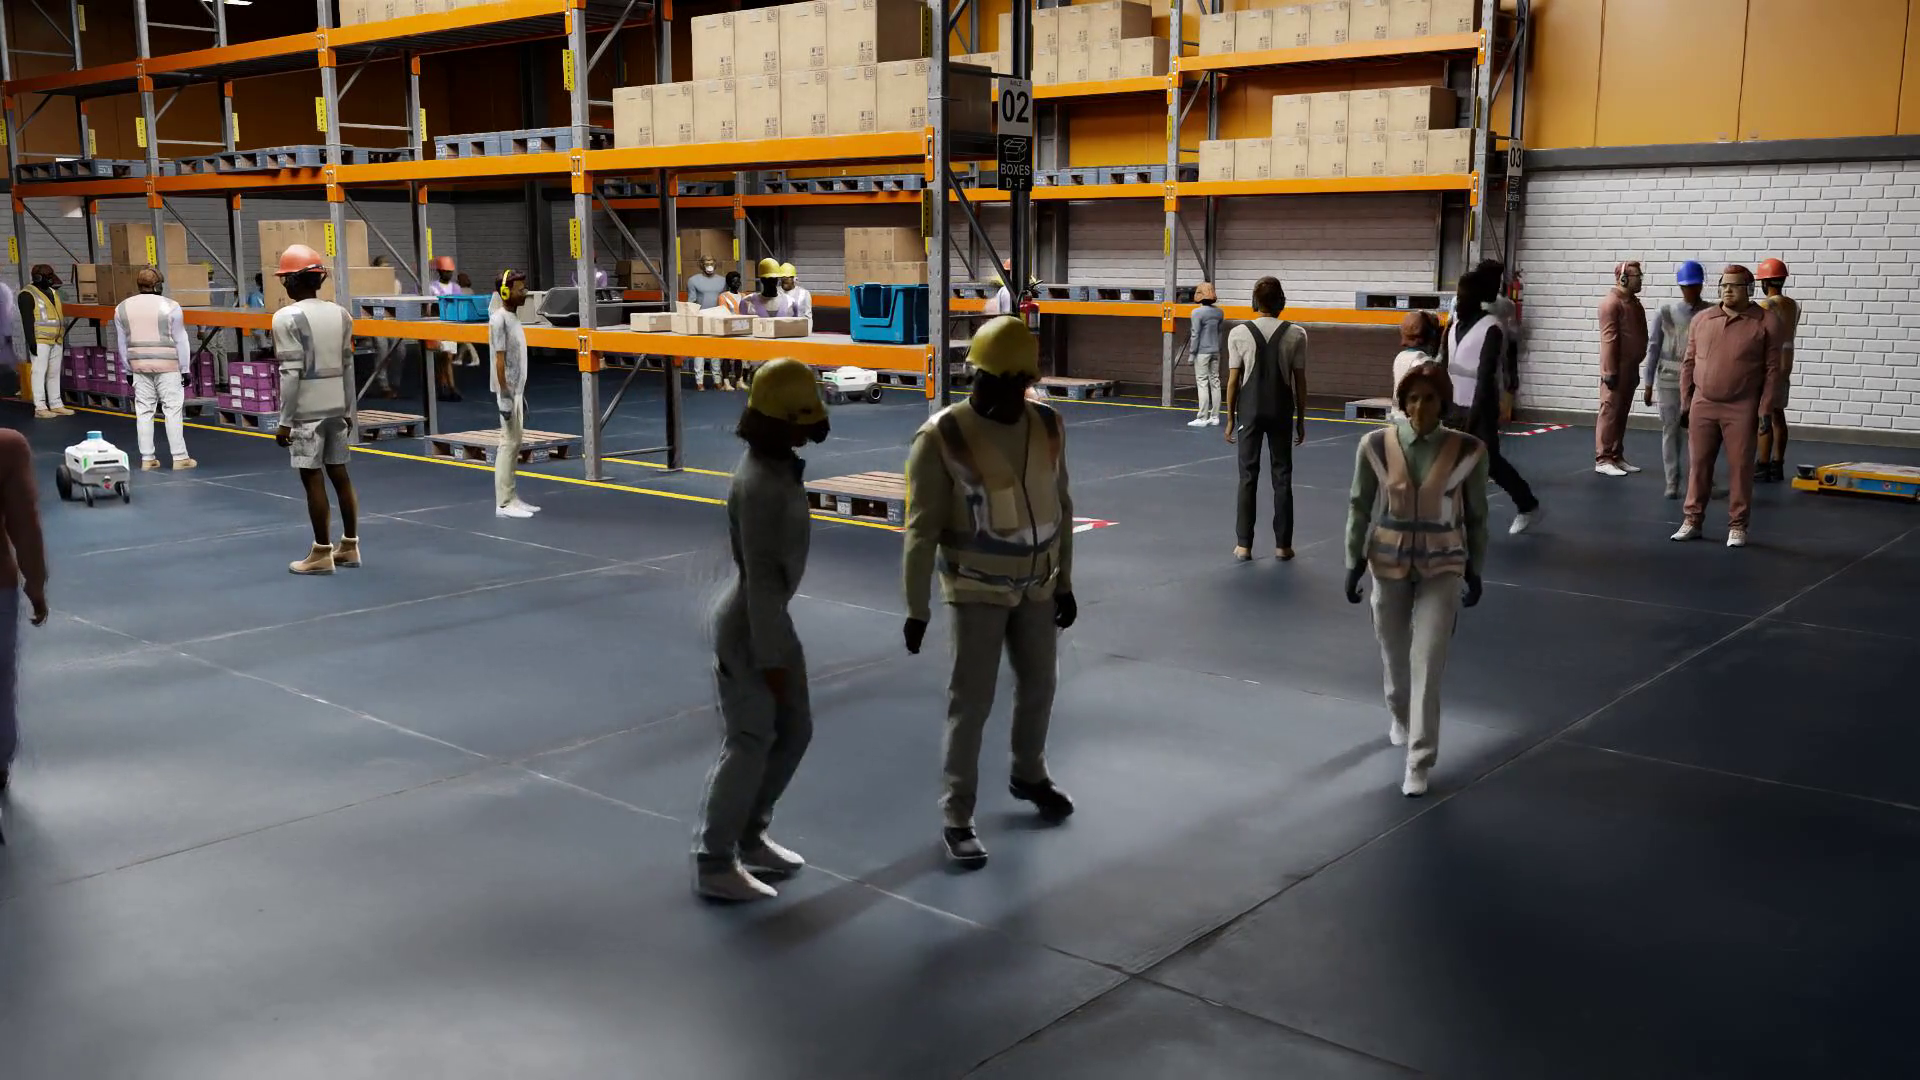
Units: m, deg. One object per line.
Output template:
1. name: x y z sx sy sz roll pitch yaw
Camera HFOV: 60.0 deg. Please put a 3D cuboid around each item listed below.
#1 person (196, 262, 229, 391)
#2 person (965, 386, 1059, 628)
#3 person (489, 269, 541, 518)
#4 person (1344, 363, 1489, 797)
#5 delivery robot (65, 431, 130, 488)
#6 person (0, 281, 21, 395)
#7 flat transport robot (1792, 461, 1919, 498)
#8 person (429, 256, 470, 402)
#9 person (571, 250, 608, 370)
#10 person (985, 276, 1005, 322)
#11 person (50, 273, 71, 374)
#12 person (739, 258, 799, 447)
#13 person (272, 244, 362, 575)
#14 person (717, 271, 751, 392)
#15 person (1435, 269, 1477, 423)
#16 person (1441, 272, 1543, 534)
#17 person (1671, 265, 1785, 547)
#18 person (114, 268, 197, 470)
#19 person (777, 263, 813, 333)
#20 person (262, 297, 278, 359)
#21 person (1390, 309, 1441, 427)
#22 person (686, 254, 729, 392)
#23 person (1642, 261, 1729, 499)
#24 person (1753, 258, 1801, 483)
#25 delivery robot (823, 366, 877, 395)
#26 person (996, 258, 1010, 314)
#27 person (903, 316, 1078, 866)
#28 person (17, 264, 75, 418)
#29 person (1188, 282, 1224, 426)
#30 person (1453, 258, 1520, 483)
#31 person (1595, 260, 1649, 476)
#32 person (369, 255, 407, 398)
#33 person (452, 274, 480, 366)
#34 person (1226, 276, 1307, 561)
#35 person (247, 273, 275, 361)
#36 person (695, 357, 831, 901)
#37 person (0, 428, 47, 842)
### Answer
1. person: -10.674 -3.032 23.666 0.403 1.823 0.586 1 10 7
2. person: 0.240 -0.216 8.221 0.709 1.618 0.521 9 14 42
3. person: -3.373 -1.101 12.541 0.310 1.868 0.533 0 10 -2
4. person: 1.770 0.103 6.454 0.518 1.596 0.852 4 11 22
5. delivery robot: -6.916 -0.629 13.323 0.477 0.478 0.707 -8 13 -38
6. person: -13.146 -2.867 22.670 0.677 1.854 0.977 4 11 22
7. flat transport robot: 7.627 -0.469 13.486 0.652 0.197 1.431 -8 13 -38
8. person: -6.666 -2.756 21.834 0.808 1.908 0.575 7 12 35
9. person: -6.137 -3.840 27.641 0.607 2.044 0.372 -1 10 -6
10. person: 0.501 -2.241 19.424 0.860 1.712 0.548 -8 13 -39
11. person: -14.046 -3.326 25.878 0.289 1.632 0.497 2 10 9
12. person: -1.793 -1.697 15.765 0.588 1.928 0.384 -4 11 -19
13. person: -4.031 -0.802 10.339 0.393 2.041 0.613 4 11 20
14. person: -3.198 -2.954 23.579 0.318 1.697 0.535 8 13 40
15. person: 5.306 -1.944 17.449 0.554 1.825 0.517 -3 10 -17
16. person: 3.641 -0.936 11.618 0.974 1.875 0.582 -3 10 -17
17. person: 5.217 -0.909 11.337 0.639 1.910 0.406 9 13 41
18. person: -7.331 -1.555 15.201 0.628 1.843 0.429 0 10 -1
19. person: -2.197 -2.630 21.348 0.599 1.830 0.403 1 10 4
20. person: -9.106 -2.900 22.424 0.623 1.992 0.396 1 10 8
21. person: 2.860 -0.625 10.470 0.309 1.645 0.515 -1 10 -8
22. person: -3.553 -3.071 23.557 0.631 1.940 0.372 -5 11 -26
23. person: 5.846 -1.268 13.344 0.709 1.921 0.516 1 10 7
24. person: 6.998 -1.463 14.413 0.547 1.934 0.376 -7 12 -33
25. delivery robot: -1.434 -2.088 21.631 0.707 0.478 0.477 -8 13 -39
26. person: 0.580 -2.180 18.512 0.374 1.928 0.542 -1 10 -5
27. person: 0.131 0.150 5.608 0.761 1.806 0.539 -7 12 -33
28. person: -10.957 -2.384 19.955 0.429 1.836 0.625 2 10 9
29. person: 2.795 -2.108 18.940 0.499 1.634 0.285 -8 13 -37
30. person: 4.545 -1.497 14.616 0.641 1.936 0.834 -4 11 -22
31. person: 5.943 -1.537 14.902 0.409 1.913 0.642 8 13 40
32. person: -7.757 -2.861 22.435 0.422 1.913 0.638 8 13 39
33. person: -8.593 -3.783 28.629 0.731 1.584 0.537 4 11 19
34. person: 1.981 -0.780 10.789 0.508 1.841 0.336 2 10 9
35. person: -10.180 -3.073 24.297 0.469 1.673 0.549 4 11 21
36. person: -0.609 0.290 5.075 0.498 1.702 0.500 1 10 7
37. person: -3.532 0.150 5.817 0.533 1.718 0.882 -9 13 -42
